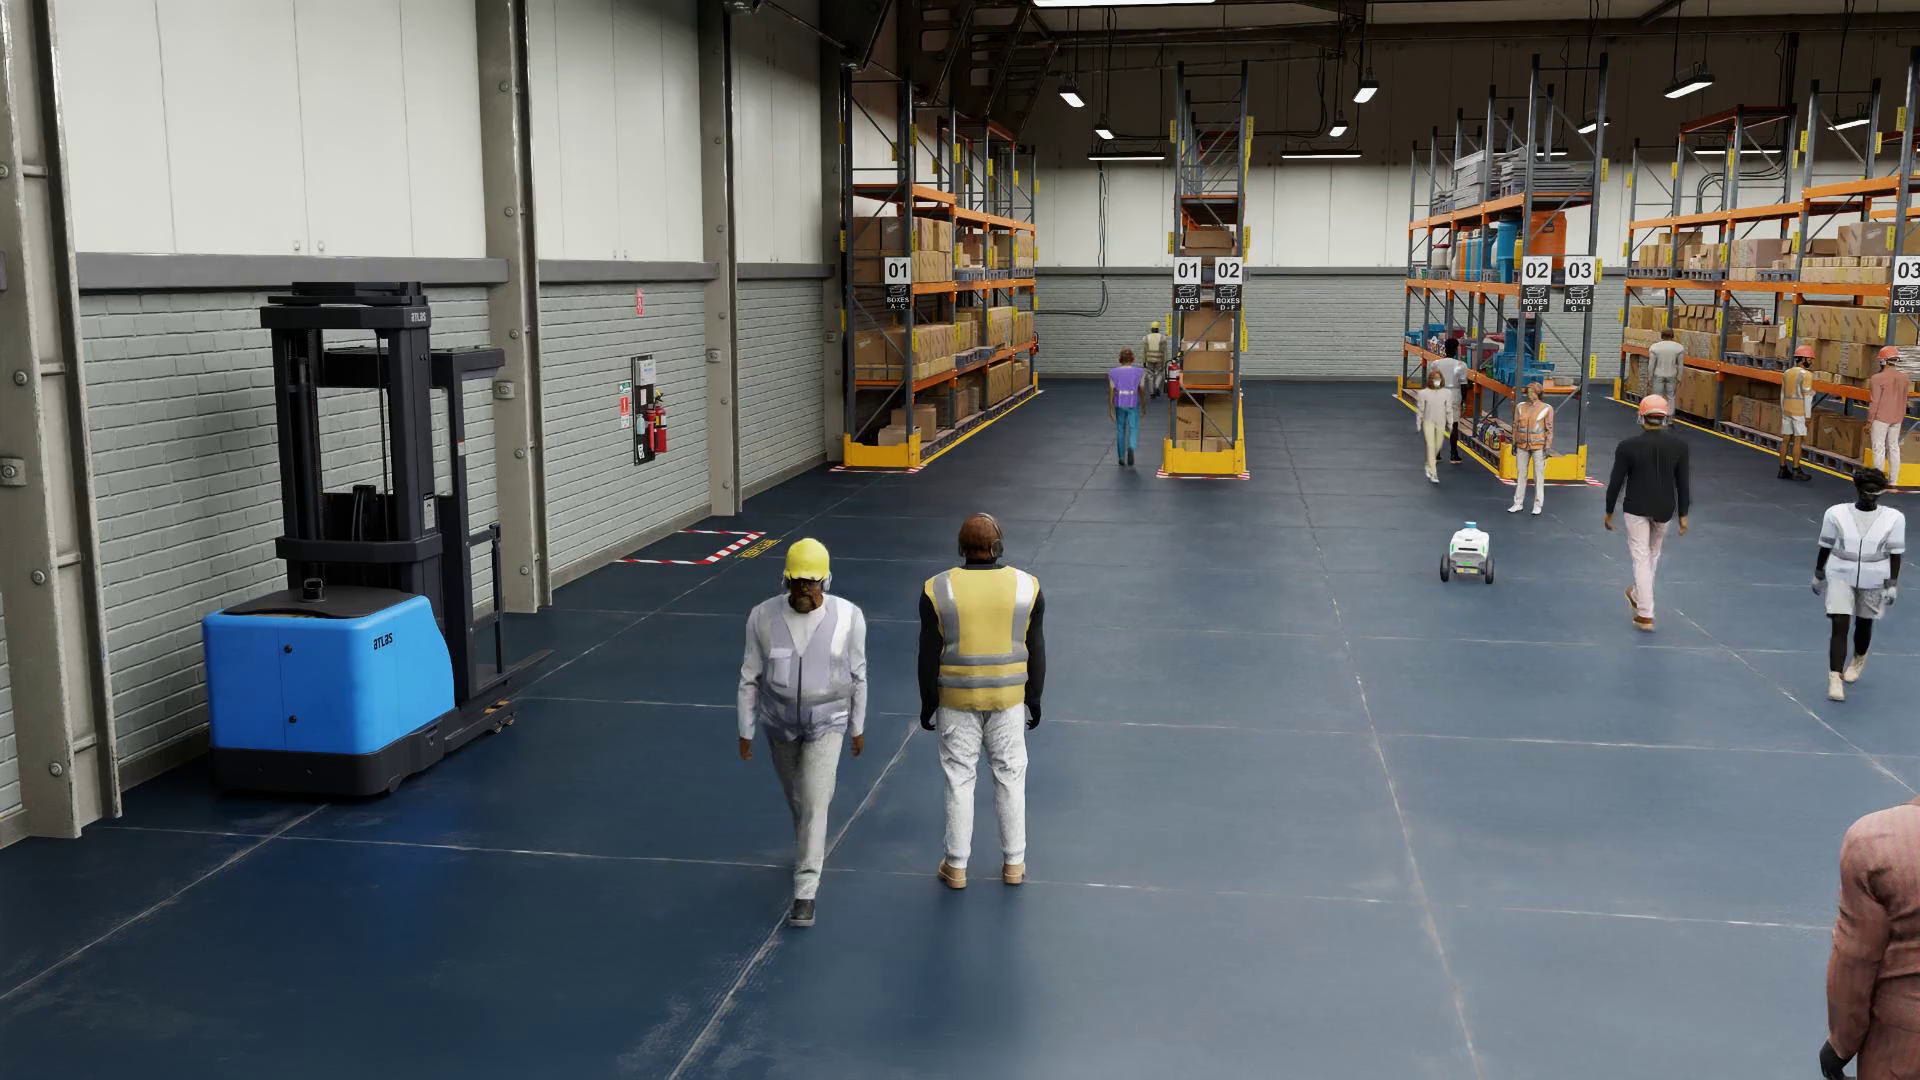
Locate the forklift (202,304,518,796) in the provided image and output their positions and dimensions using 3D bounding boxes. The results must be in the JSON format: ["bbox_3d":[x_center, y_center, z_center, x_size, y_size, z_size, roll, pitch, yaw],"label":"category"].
[{"bbox_3d":[-3.673,-0.038,10.147,1.129,2.768,1.873,1,9,9],"label":"forklift"}]

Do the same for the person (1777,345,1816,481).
[{"bbox_3d":[12.120,-1.842,24.062,0.376,1.933,0.544,-2,9,-13],"label":"person"}]

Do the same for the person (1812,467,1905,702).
[{"bbox_3d":[6.410,0.275,11.884,0.553,1.650,0.834,5,10,26],"label":"person"}]

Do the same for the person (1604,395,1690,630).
[{"bbox_3d":[5.842,-0.268,14.269,0.647,1.951,0.962,0,9,1],"label":"person"}]

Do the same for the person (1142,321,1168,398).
[{"bbox_3d":[4.622,-4.274,39.402,0.623,1.817,0.434,3,10,18],"label":"person"}]

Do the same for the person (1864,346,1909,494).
[{"bbox_3d":[12.546,-1.632,22.573,0.614,1.993,0.395,-3,10,-15],"label":"person"}]

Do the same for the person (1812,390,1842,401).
[{"bbox_3d":[20.164,-4.099,38.445,0.886,1.767,0.675,-4,10,-23],"label":"person"}]

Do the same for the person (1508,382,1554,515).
[{"bbox_3d":[7.090,-1.141,20.636,0.512,1.639,0.312,9,13,43],"label":"person"}]

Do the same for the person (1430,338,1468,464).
[{"bbox_3d":[7.661,-2.192,26.110,0.611,1.964,0.364,6,11,33],"label":"person"}]

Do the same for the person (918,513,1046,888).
[{"bbox_3d":[0.103,0.781,8.164,0.633,1.840,0.429,-1,9,-8],"label":"person"}]

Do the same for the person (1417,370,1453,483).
[{"bbox_3d":[6.816,-1.660,23.940,0.507,1.602,0.769,0,9,-2],"label":"person"}]

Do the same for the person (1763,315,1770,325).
[{"bbox_3d":[17.770,-3.979,36.903,0.615,2.038,0.395,0,9,0],"label":"person"}]

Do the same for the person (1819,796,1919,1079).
[{"bbox_3d":[2.661,1.351,4.468,0.638,1.902,0.406,3,10,19],"label":"person"}]

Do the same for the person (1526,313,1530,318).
[{"bbox_3d":[13.666,-4.500,40.291,0.614,1.987,0.407,-4,10,-24],"label":"person"}]

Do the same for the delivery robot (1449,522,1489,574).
[{"bbox_3d":[5.017,0.067,16.366,0.477,0.478,0.707,3,10,20],"label":"delivery robot"}]

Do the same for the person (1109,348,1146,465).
[{"bbox_3d":[2.579,-2.053,25.696,0.580,1.824,0.731,1,9,8],"label":"person"}]

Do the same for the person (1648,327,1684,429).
[{"bbox_3d":[13.439,-3.084,31.704,0.630,1.936,0.366,3,10,17],"label":"person"}]

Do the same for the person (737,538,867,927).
[{"bbox_3d":[-0.752,0.844,7.994,0.603,1.780,0.965,1,9,4],"label":"person"}]
